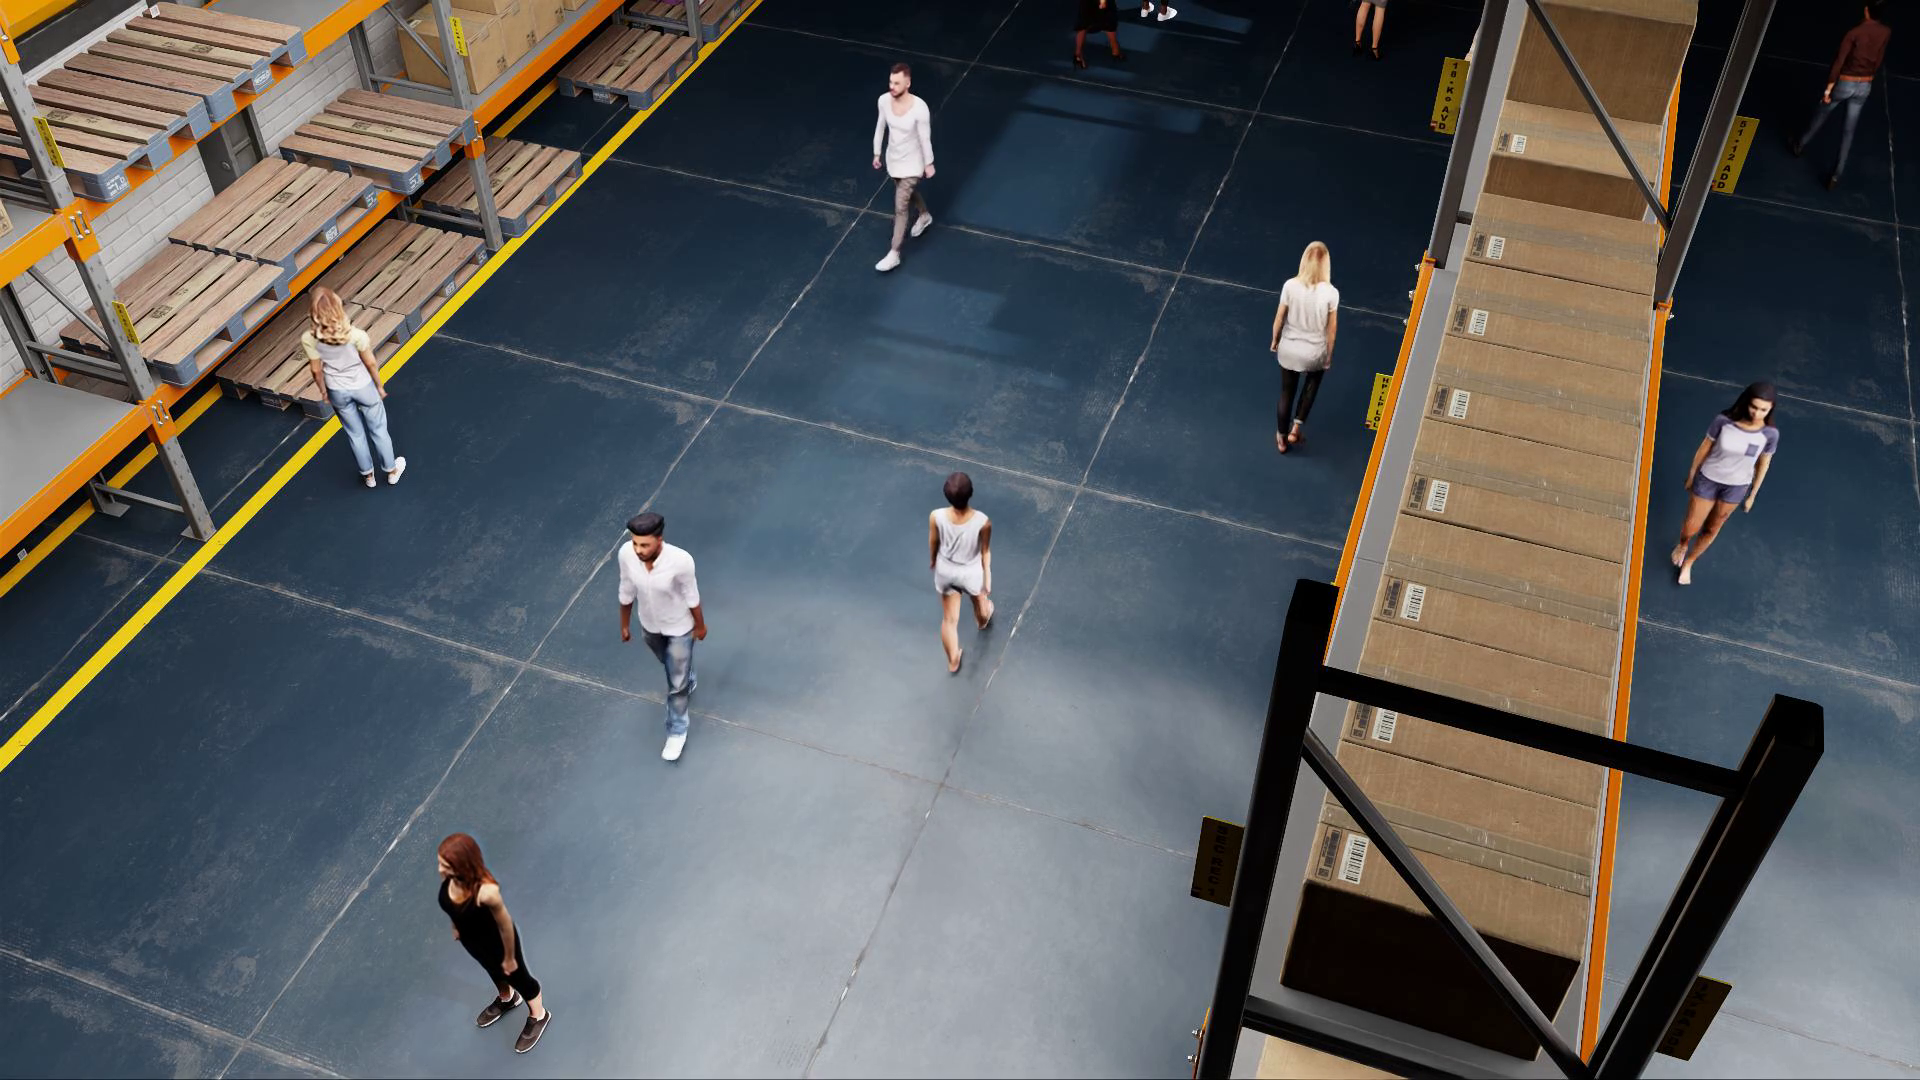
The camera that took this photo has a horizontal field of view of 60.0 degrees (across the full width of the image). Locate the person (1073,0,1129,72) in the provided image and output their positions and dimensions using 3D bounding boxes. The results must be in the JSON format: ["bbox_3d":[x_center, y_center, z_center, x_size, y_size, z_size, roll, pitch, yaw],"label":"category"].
[{"bbox_3d":[1.295,-5.479,16.716,0.960,1.636,0.880,-22,48,-22],"label":"person"}]

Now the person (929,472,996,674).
[{"bbox_3d":[-0.013,0.248,10.732,0.663,1.598,0.909,9,44,9],"label":"person"}]

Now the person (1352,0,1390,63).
[{"bbox_3d":[4.256,-5.751,16.852,0.682,1.842,0.676,33,53,30],"label":"person"}]

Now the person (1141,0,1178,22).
[{"bbox_3d":[2.129,-6.374,17.588,0.662,1.728,0.639,25,49,24],"label":"person"}]

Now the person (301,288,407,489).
[{"bbox_3d":[-4.397,-1.088,12.043,0.709,1.723,0.716,-7,44,-7],"label":"person"}]

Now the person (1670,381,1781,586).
[{"bbox_3d":[5.206,-0.431,11.354,0.593,1.724,0.592,15,46,15],"label":"person"}]

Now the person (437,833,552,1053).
[{"bbox_3d":[-2.462,2.079,8.718,0.627,1.725,0.590,25,49,24],"label":"person"}]

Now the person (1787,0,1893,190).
[{"bbox_3d":[8.140,-4.058,15.159,0.883,1.726,1.154,1,44,1],"label":"person"}]

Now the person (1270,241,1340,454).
[{"bbox_3d":[2.512,-1.339,12.242,0.622,1.813,0.573,13,45,14],"label":"person"}]

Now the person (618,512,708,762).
[{"bbox_3d":[-1.797,0.436,10.398,0.643,1.787,0.942,13,45,13],"label":"person"}]

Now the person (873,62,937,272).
[{"bbox_3d":[-0.430,-3.288,14.299,0.931,1.797,1.245,28,50,26],"label":"person"}]
